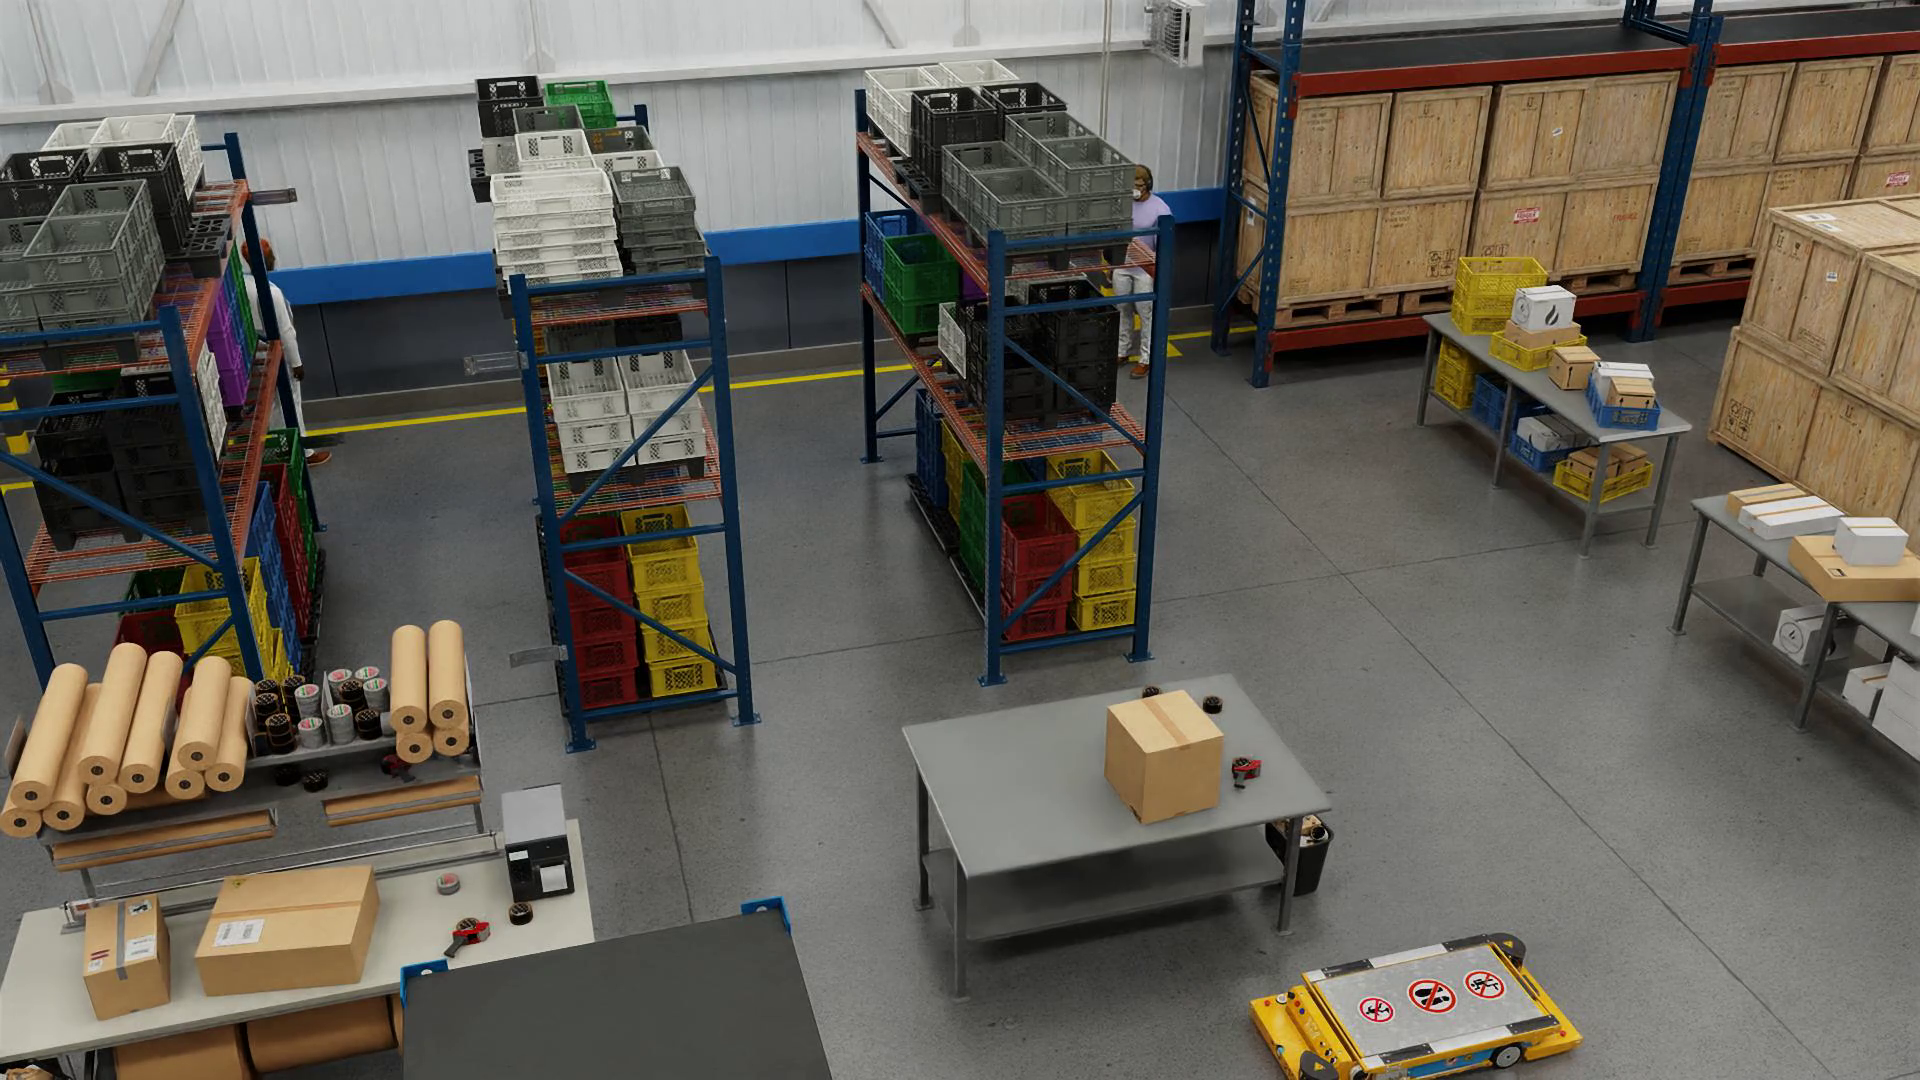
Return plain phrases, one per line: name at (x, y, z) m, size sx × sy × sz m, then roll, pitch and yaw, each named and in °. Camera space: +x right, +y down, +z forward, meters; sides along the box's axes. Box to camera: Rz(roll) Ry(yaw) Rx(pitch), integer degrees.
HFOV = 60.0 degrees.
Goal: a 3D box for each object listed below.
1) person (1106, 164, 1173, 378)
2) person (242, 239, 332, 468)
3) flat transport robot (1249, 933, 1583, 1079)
person at (1.573, -2.401, 14.794) m, size 0.625 × 1.933 × 0.374 m, roll 22°, pitch 36°, yaw 35°
person at (-5.391, -1.465, 13.139) m, size 0.576 × 1.881 × 0.354 m, roll 20°, pitch 34°, yaw 31°
flat transport robot at (2.184, 2.282, 7.980) m, size 1.431 × 0.197 × 0.652 m, roll -8°, pitch 30°, yaw -14°
